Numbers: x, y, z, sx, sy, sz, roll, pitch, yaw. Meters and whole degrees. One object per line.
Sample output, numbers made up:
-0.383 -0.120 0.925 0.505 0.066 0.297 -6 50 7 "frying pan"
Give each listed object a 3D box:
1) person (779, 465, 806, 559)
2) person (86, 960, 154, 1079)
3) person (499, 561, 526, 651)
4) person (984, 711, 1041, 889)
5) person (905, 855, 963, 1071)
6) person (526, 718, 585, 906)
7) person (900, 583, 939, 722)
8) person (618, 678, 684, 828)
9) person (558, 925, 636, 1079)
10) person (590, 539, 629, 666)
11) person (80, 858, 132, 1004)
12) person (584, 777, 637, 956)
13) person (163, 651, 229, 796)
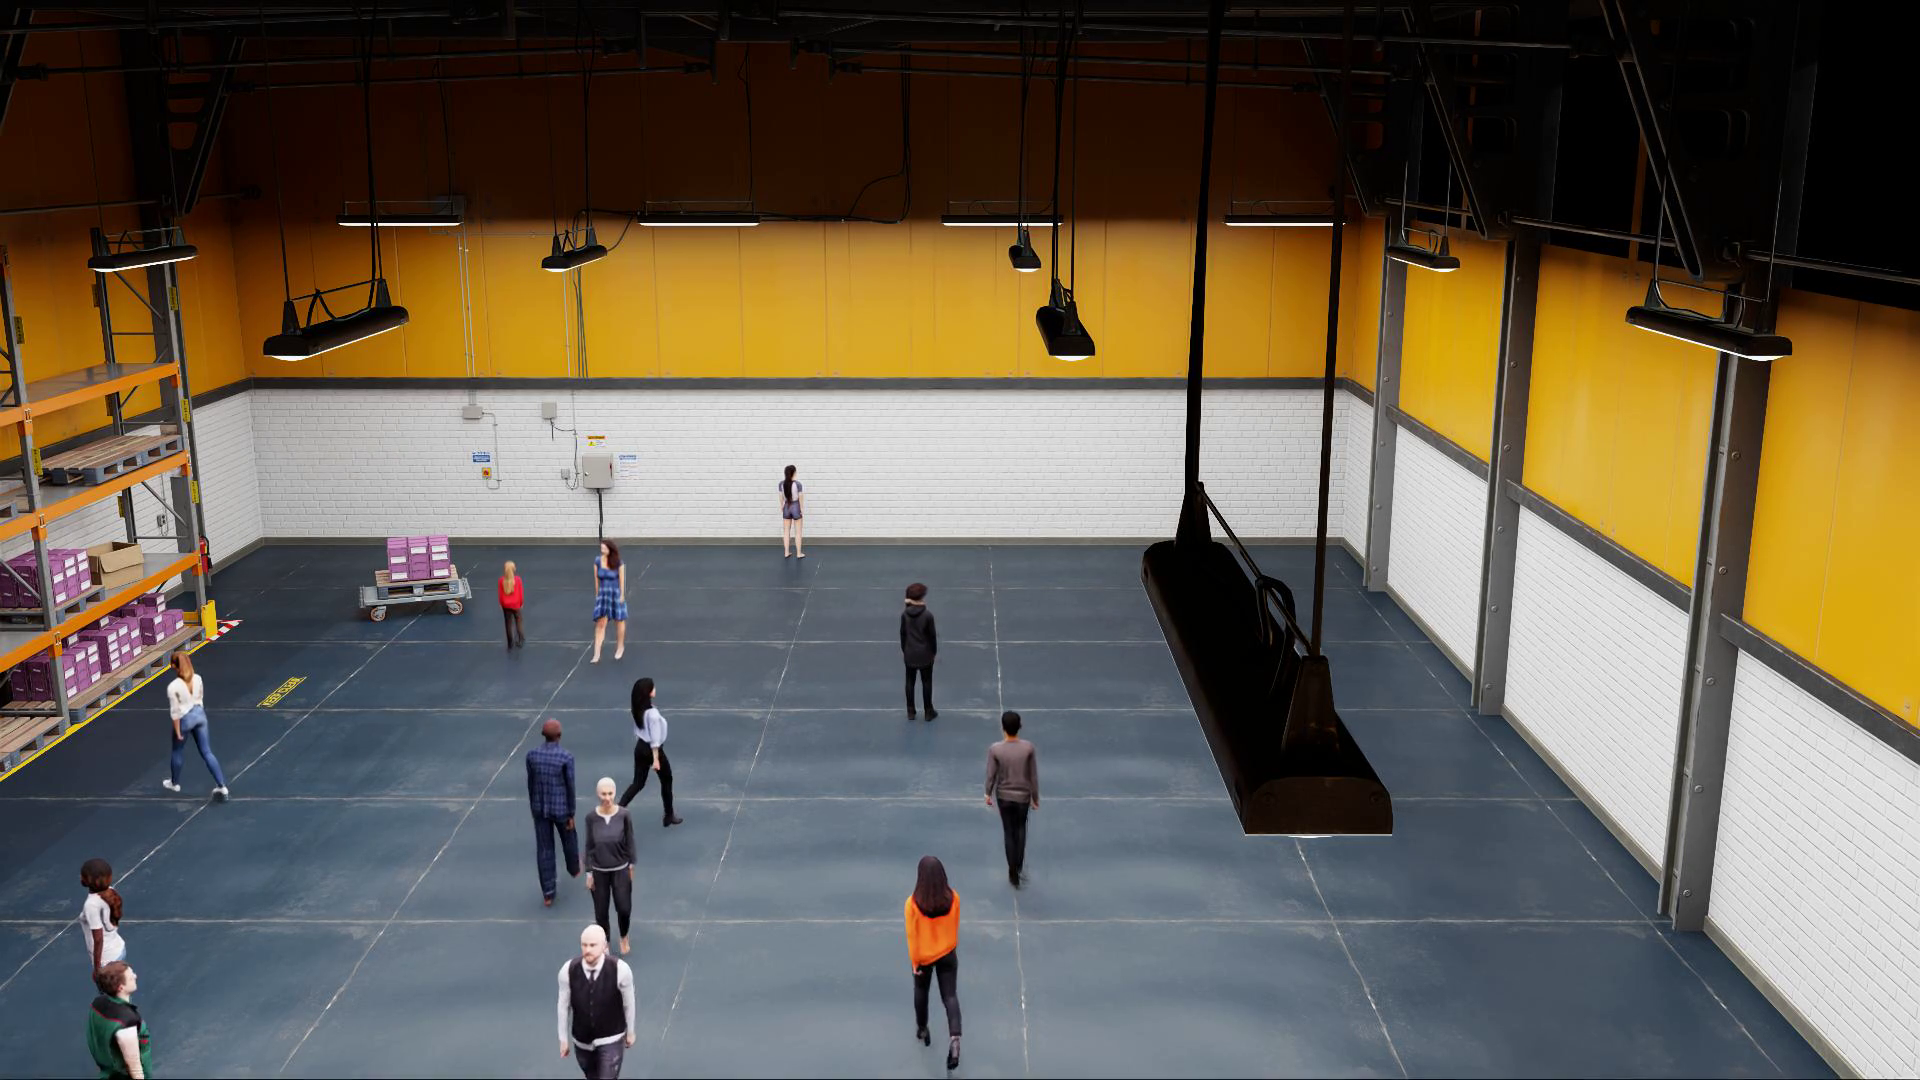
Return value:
-2.956 -0.506 29.292 0.648 1.653 0.612 4 14 16 "person"
-5.767 3.741 11.367 0.820 1.835 0.875 11 17 37 "person"
-6.495 0.961 24.063 0.582 1.262 0.793 -2 14 -10 "person"
0.532 2.575 16.358 0.713 1.751 0.790 -1 14 -3 "person"
-0.170 3.358 13.195 0.823 1.718 1.157 -4 14 -15 "person"
-3.949 2.641 16.020 0.642 1.782 1.028 0 14 -1 "person"
-0.523 1.418 21.082 0.689 1.777 0.670 4 14 16 "person"
-3.362 2.313 17.527 1.161 1.711 1.129 -12 18 -41 "person"
-2.594 3.598 12.061 0.702 1.786 1.194 1 14 3 "person"
-4.882 0.856 23.411 0.769 1.772 1.104 3 14 10 "person"
-6.796 3.341 13.264 0.677 1.719 0.517 -3 14 -10 "person"
-3.172 2.913 15.046 0.633 1.711 0.639 -1 14 -5 "person"
-8.505 2.088 18.530 1.083 1.677 1.168 8 16 31 "person"
